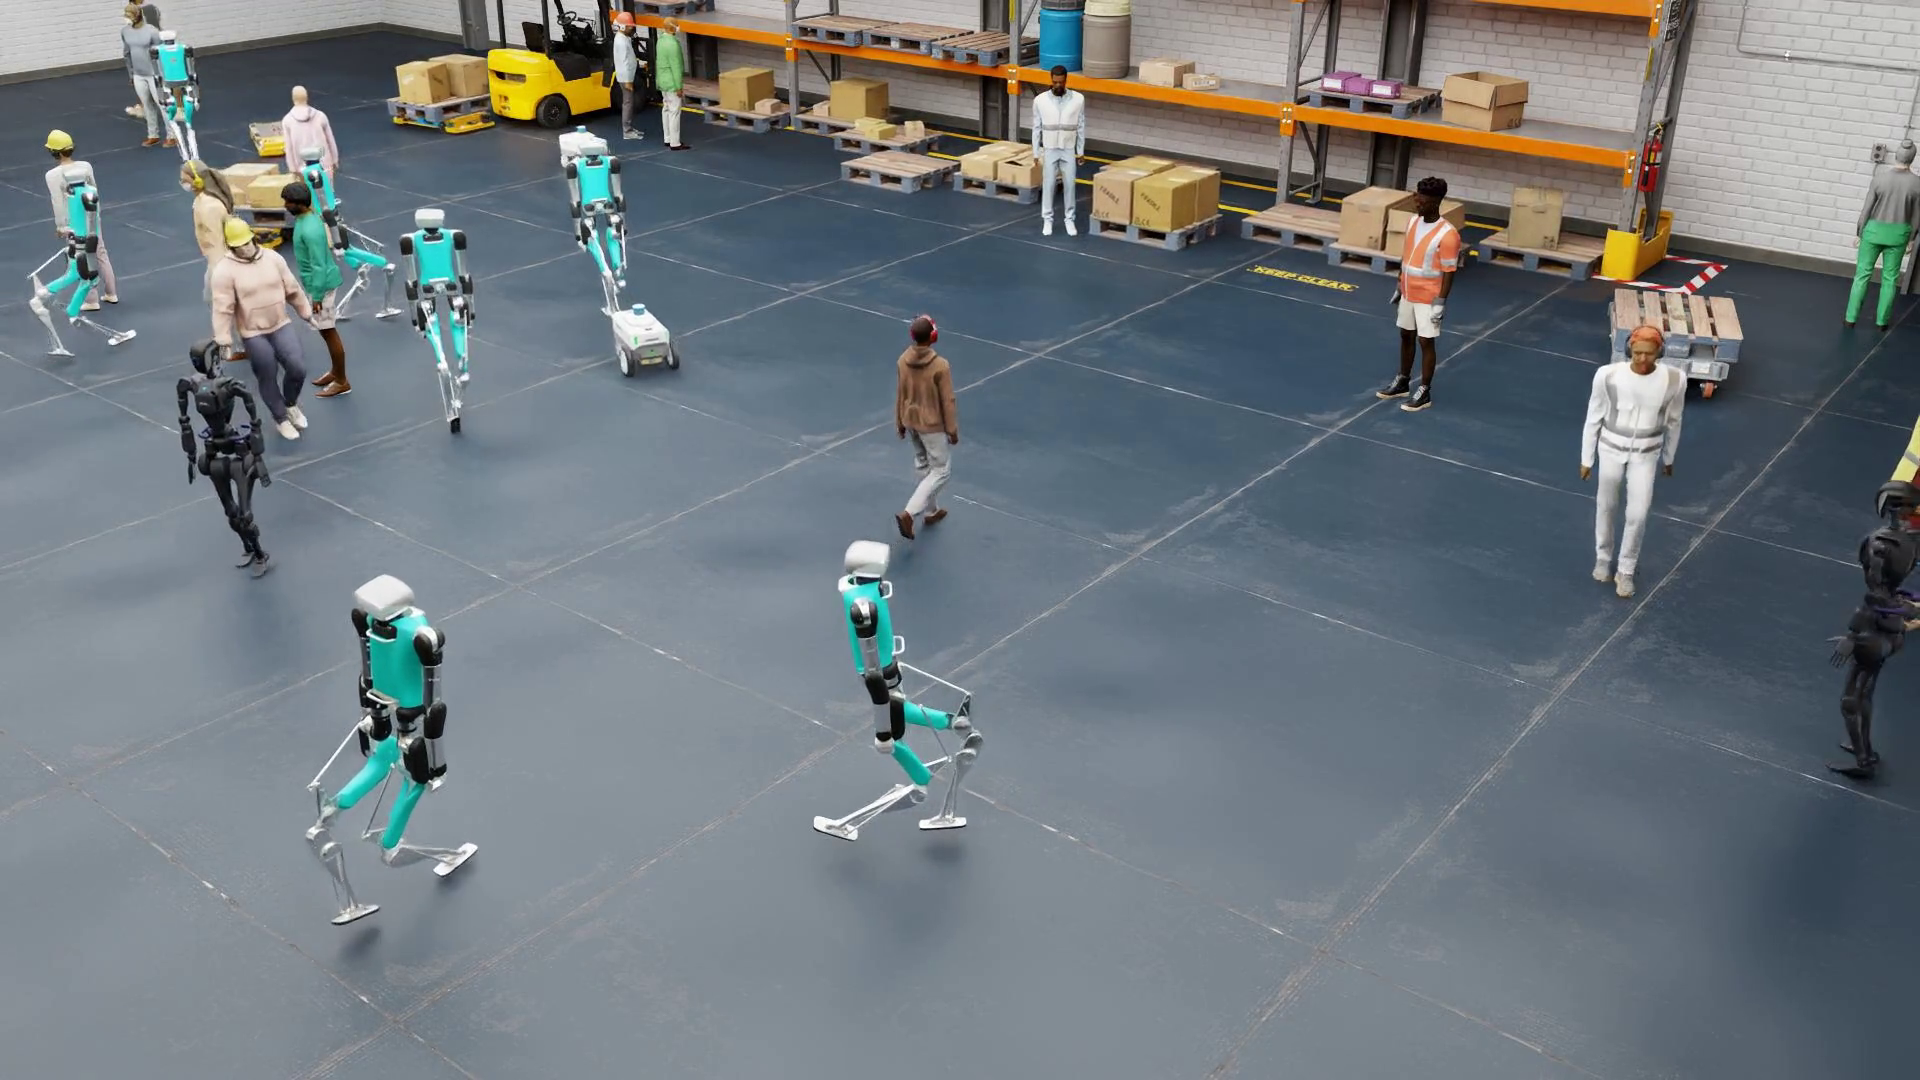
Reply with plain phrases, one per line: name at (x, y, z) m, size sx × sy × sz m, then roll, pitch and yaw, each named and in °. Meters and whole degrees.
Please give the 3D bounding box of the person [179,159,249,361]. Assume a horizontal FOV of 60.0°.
person at (-6.647, -2.501, 14.922) m, size 0.440 × 1.854 × 0.591 m, roll -11°, pitch 28°, yaw -21°

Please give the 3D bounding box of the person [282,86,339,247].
person at (-7.182, -4.147, 18.487) m, size 0.532 × 1.758 × 0.848 m, roll -8°, pitch 27°, yaw -16°

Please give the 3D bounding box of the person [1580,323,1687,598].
person at (4.350, -0.532, 10.847) m, size 0.590 × 1.853 × 0.664 m, roll 9°, pitch 27°, yaw 17°

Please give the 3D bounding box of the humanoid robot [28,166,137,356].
humanoid robot at (-8.078, -2.437, 14.959) m, size 0.976 × 1.739 × 0.536 m, roll -22°, pitch 33°, yaw -38°

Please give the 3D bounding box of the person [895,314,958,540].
person at (-0.263, -0.782, 11.613) m, size 0.473 × 1.626 × 0.649 m, roll 18°, pitch 31°, yaw 32°

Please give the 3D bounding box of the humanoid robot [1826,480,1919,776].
humanoid robot at (5.008, 0.491, 8.958) m, size 0.599 × 1.631 × 0.515 m, roll -22°, pitch 34°, yaw -38°

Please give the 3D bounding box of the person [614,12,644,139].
person at (-4.671, -6.537, 23.420) m, size 0.348 × 1.738 × 0.572 m, roll -5°, pitch 26°, yaw -10°

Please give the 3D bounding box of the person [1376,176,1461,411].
person at (3.846, -2.061, 13.888) m, size 0.362 × 1.964 × 0.611 m, roll -11°, pitch 28°, yaw -22°

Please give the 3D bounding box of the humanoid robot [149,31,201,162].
humanoid robot at (-10.348, -5.857, 22.027) m, size 0.530 × 1.786 × 0.788 m, roll -13°, pitch 29°, yaw -24°

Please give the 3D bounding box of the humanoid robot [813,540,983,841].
humanoid robot at (-0.242, 0.802, 8.217) m, size 1.018 × 1.725 × 0.543 m, roll -2°, pitch 26°, yaw -3°

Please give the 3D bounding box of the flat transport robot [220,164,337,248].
flat transport robot at (-7.900, -3.609, 19.044) m, size 0.659 × 0.231 × 1.431 m, roll 2°, pitch 26°, yaw 4°

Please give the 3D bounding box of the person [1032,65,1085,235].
person at (1.110, -4.413, 18.834) m, size 0.596 × 1.906 × 0.408 m, roll -1°, pitch 26°, yaw -3°

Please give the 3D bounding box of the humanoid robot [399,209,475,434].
humanoid robot at (-4.171, -1.737, 13.533) m, size 0.529 × 1.780 × 1.012 m, roll -10°, pitch 27°, yaw -20°

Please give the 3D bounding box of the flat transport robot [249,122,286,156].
flat transport robot at (-9.490, -5.603, 23.174) m, size 0.659 × 0.231 × 1.431 m, roll -12°, pitch 28°, yaw -23°

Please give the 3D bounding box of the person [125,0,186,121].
person at (-11.978, -7.166, 24.430) m, size 1.017 × 1.988 × 0.608 m, roll 8°, pitch 27°, yaw 16°

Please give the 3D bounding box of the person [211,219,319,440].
person at (-5.517, -1.673, 13.219) m, size 0.841 × 1.843 × 0.489 m, roll -23°, pitch 34°, yaw -39°

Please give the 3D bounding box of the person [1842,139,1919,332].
person at (8.769, -2.890, 15.748) m, size 0.525 × 1.839 × 0.325 m, roll 11°, pitch 28°, yaw 22°

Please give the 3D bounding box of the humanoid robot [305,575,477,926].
humanoid robot at (-2.731, 1.065, 7.726) m, size 0.555 × 1.761 × 1.043 m, roll 16°, pitch 30°, yaw 29°

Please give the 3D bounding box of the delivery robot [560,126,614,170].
delivery robot at (-4.930, -5.119, 21.864) m, size 0.499 × 0.613 × 0.811 m, roll -23°, pitch 34°, yaw -39°

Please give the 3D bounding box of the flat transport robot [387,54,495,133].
flat transport robot at (-7.555, -6.172, 24.352) m, size 1.431 × 0.231 × 0.659 m, roll 16°, pitch 30°, yaw 30°

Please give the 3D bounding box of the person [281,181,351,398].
person at (-5.468, -2.143, 14.194) m, size 0.397 × 1.849 × 0.492 m, roll -10°, pitch 28°, yaw -20°

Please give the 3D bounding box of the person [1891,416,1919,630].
person at (6.077, -0.314, 10.496) m, size 0.362 × 1.766 × 0.475 m, roll 17°, pitch 30°, yaw 31°

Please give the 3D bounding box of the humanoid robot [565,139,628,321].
humanoid robot at (-3.352, -2.865, 15.857) m, size 0.536 × 1.776 × 0.993 m, roll -12°, pitch 28°, yaw -23°

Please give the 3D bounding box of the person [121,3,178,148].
person at (-11.151, -6.379, 22.866) m, size 0.628 × 1.936 × 0.369 m, roll 6°, pitch 26°, yaw 12°

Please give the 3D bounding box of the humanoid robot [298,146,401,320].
humanoid robot at (-5.754, -2.926, 15.989) m, size 0.932 × 1.766 × 0.530 m, roll -11°, pitch 28°, yaw -22°

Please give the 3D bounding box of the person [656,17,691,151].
person at (-3.941, -6.242, 22.774) m, size 0.391 × 1.778 × 0.533 m, roll -15°, pitch 29°, yaw -28°

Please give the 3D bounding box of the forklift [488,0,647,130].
forklift at (-5.874, -7.334, 24.552) m, size 1.214 × 2.155 × 2.313 m, roll 19°, pitch 32°, yaw 34°

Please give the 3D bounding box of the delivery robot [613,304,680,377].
delivery robot at (-2.874, -1.829, 15.018) m, size 0.499 × 0.585 × 0.777 m, roll -12°, pitch 28°, yaw -24°

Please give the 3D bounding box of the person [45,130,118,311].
person at (-8.658, -3.135, 16.337) m, size 0.302 × 1.772 × 0.524 m, roll 9°, pitch 27°, yaw 19°

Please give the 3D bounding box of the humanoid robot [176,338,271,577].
humanoid robot at (-4.896, -0.561, 11.107) m, size 0.590 × 1.647 × 0.451 m, roll 3°, pitch 26°, yaw 6°
